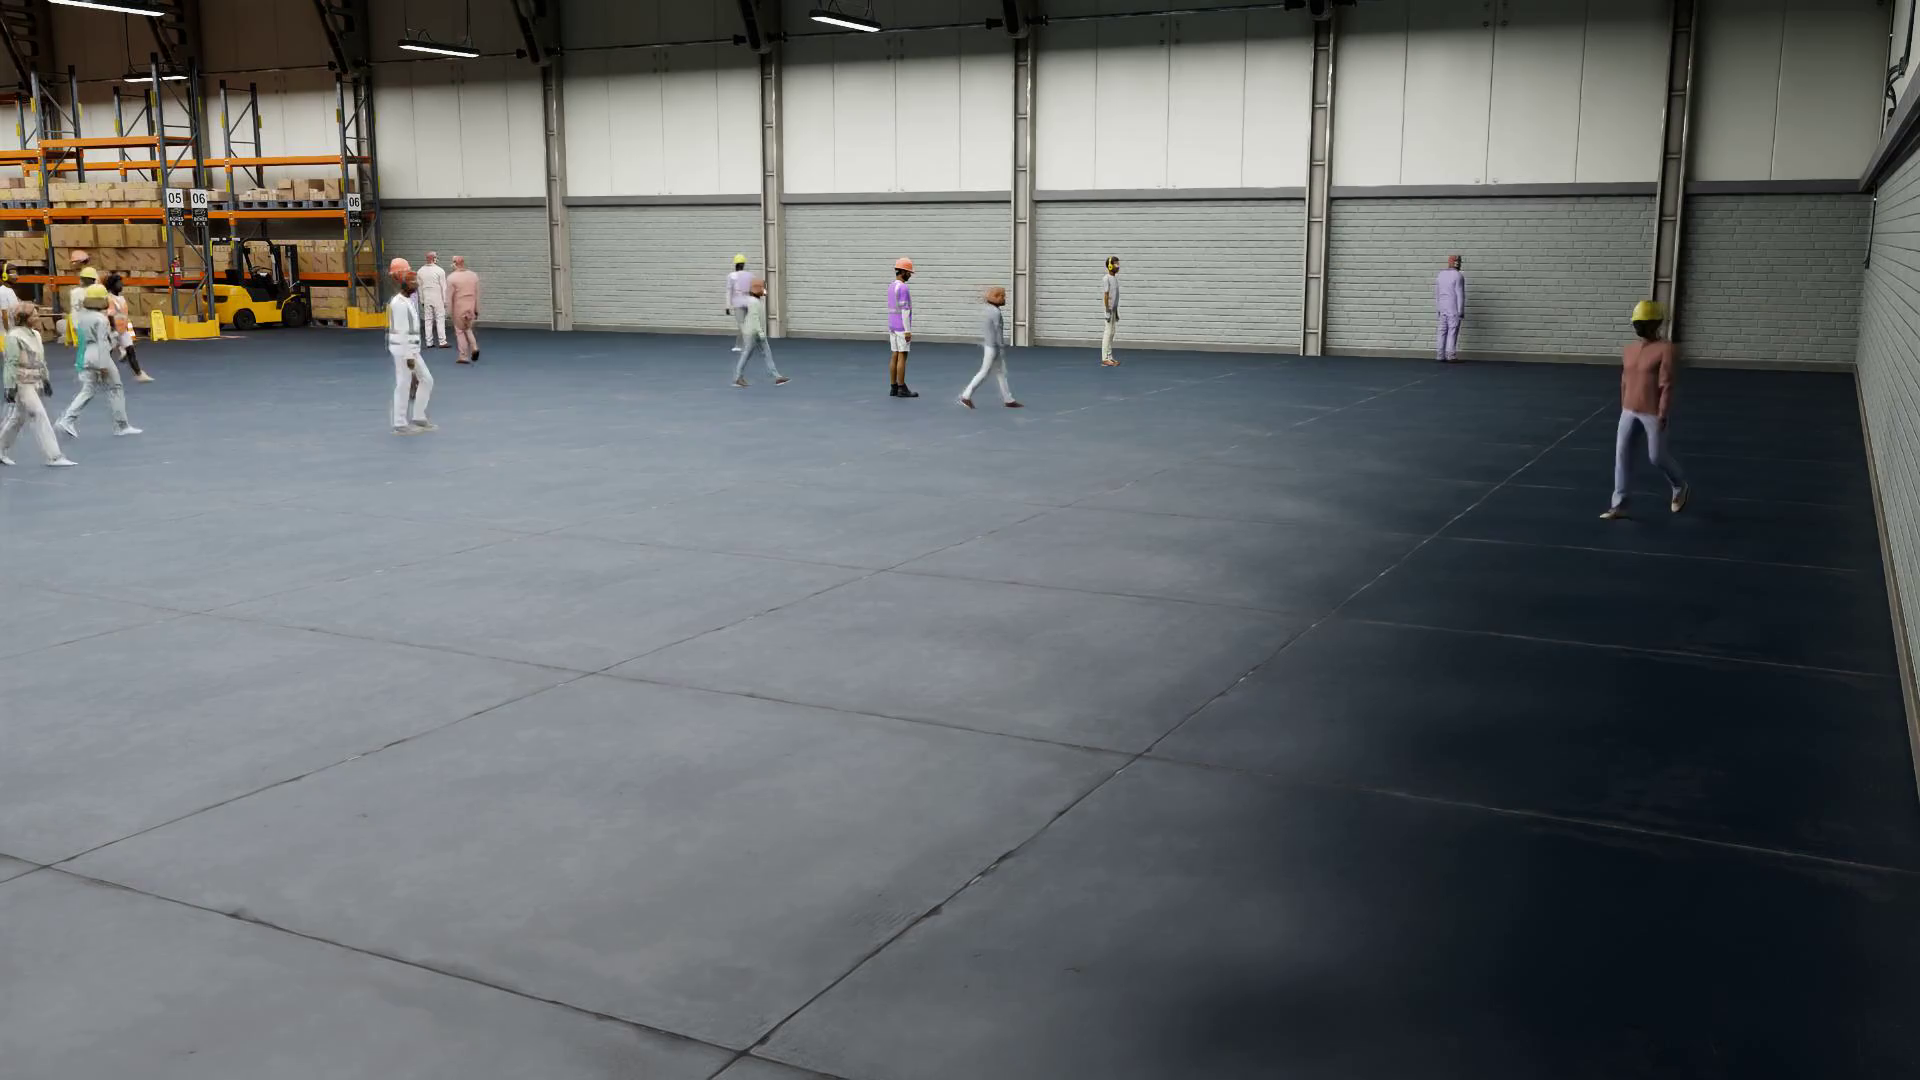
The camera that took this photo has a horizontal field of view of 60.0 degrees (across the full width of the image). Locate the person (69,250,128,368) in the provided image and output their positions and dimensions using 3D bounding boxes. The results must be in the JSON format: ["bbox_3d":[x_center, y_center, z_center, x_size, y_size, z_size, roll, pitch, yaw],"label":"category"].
[{"bbox_3d":[-14.646,-3.927,28.287,0.841,2.006,0.662,-4,11,-21],"label":"person"}]

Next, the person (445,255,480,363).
[{"bbox_3d":[-8.752,-4.039,29.179,0.418,1.887,0.669,7,13,35],"label":"person"}]

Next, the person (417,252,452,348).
[{"bbox_3d":[-10.464,-4.775,33.148,0.643,1.909,0.410,3,11,16],"label":"person"}]

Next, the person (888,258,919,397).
[{"bbox_3d":[-0.801,-2.948,23.122,0.366,1.930,0.542,-5,11,-23],"label":"person"}]

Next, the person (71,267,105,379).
[{"bbox_3d":[-13.610,-3.380,26.013,0.473,1.746,0.586,7,12,33],"label":"person"}]

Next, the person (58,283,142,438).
[{"bbox_3d":[-9.648,-1.994,18.510,0.489,1.712,0.814,7,12,33],"label":"person"}]

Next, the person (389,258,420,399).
[{"bbox_3d":[-7.595,-2.887,22.796,0.374,1.928,0.543,-4,11,-21],"label":"person"}]

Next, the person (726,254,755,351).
[{"bbox_3d":[-4.162,-4.526,31.866,0.595,1.890,0.961,-8,13,-37],"label":"person"}]

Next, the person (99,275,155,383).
[{"bbox_3d":[-12.773,-3.182,25.182,0.894,1.652,0.537,0,10,2],"label":"person"}]

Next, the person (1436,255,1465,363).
[{"bbox_3d":[8.636,-4.047,29.264,0.471,1.923,0.666,-4,11,-22],"label":"person"}]

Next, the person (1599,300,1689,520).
[{"bbox_3d":[5.460,-1.028,13.159,0.761,1.743,0.525,-6,12,-30],"label":"person"}]

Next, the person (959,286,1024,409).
[{"bbox_3d":[0.391,-2.484,21.518,0.857,1.592,0.514,-1,10,-7],"label":"person"}]

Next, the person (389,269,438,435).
[{"bbox_3d":[-6.144,-2.112,18.731,0.624,1.862,0.619,-2,11,-8],"label":"person"}]

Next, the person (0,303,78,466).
[{"bbox_3d":[-9.092,-1.499,16.141,0.856,1.599,0.529,-1,10,-6],"label":"person"}]

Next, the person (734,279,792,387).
[{"bbox_3d":[-2.966,-3.053,24.614,0.867,1.586,0.499,2,11,11],"label":"person"}]

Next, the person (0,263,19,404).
[{"bbox_3d":[-12.615,-2.740,22.159,0.315,1.866,0.533,-4,11,-19],"label":"person"}]

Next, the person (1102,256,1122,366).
[{"bbox_3d":[2.623,-3.944,28.703,0.328,1.877,0.511,4,11,21],"label":"person"}]
